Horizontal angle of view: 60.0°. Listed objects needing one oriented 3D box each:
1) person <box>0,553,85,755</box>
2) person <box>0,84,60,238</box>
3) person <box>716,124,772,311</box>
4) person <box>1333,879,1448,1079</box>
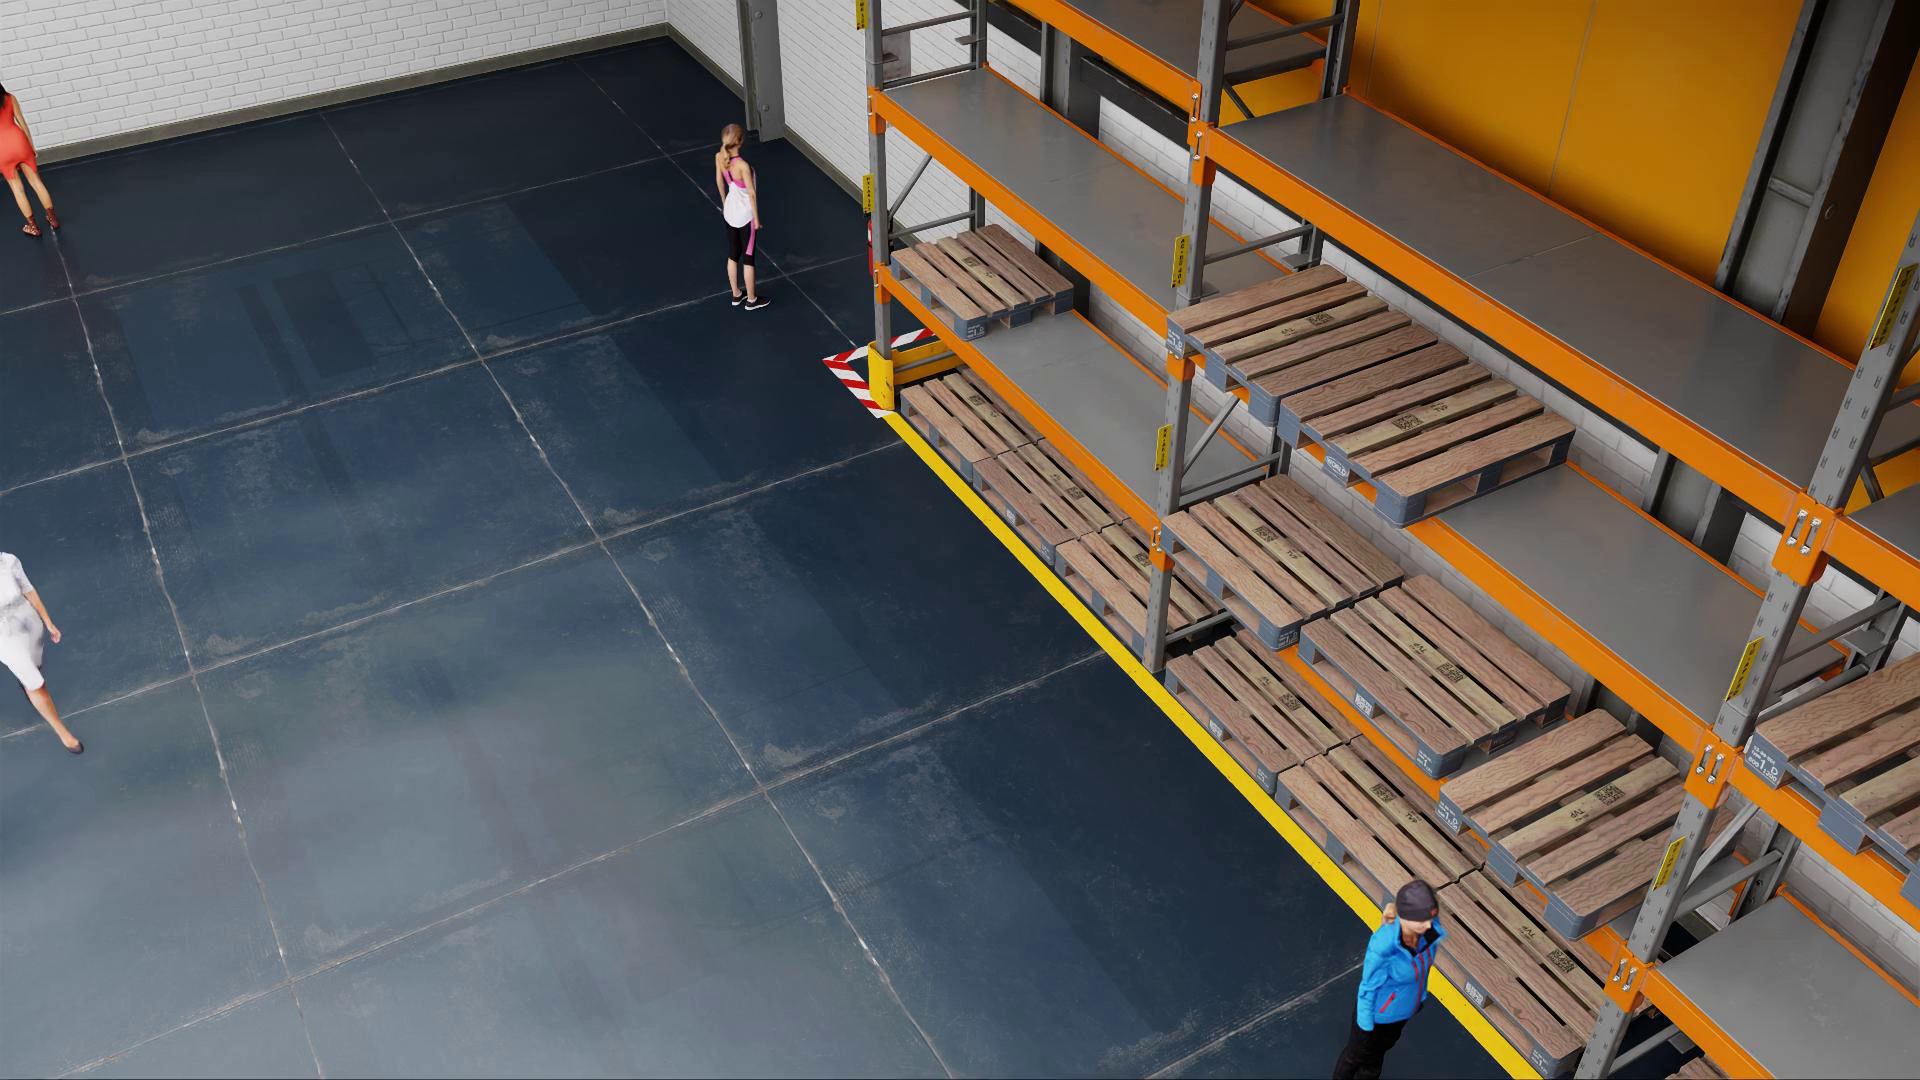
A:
[{"bbox_3d":[-6.137,0.569,10.746,1.131,1.711,0.872,23,44,26],"label":"person"},{"bbox_3d":[-9.229,-3.785,16.191,0.624,1.718,0.645,28,46,30],"label":"person"},{"bbox_3d":[-1.999,-2.920,15.053,0.582,1.788,0.731,26,46,29],"label":"person"},{"bbox_3d":[2.162,2.345,8.446,0.616,1.807,0.518,-21,43,-24],"label":"person"}]
